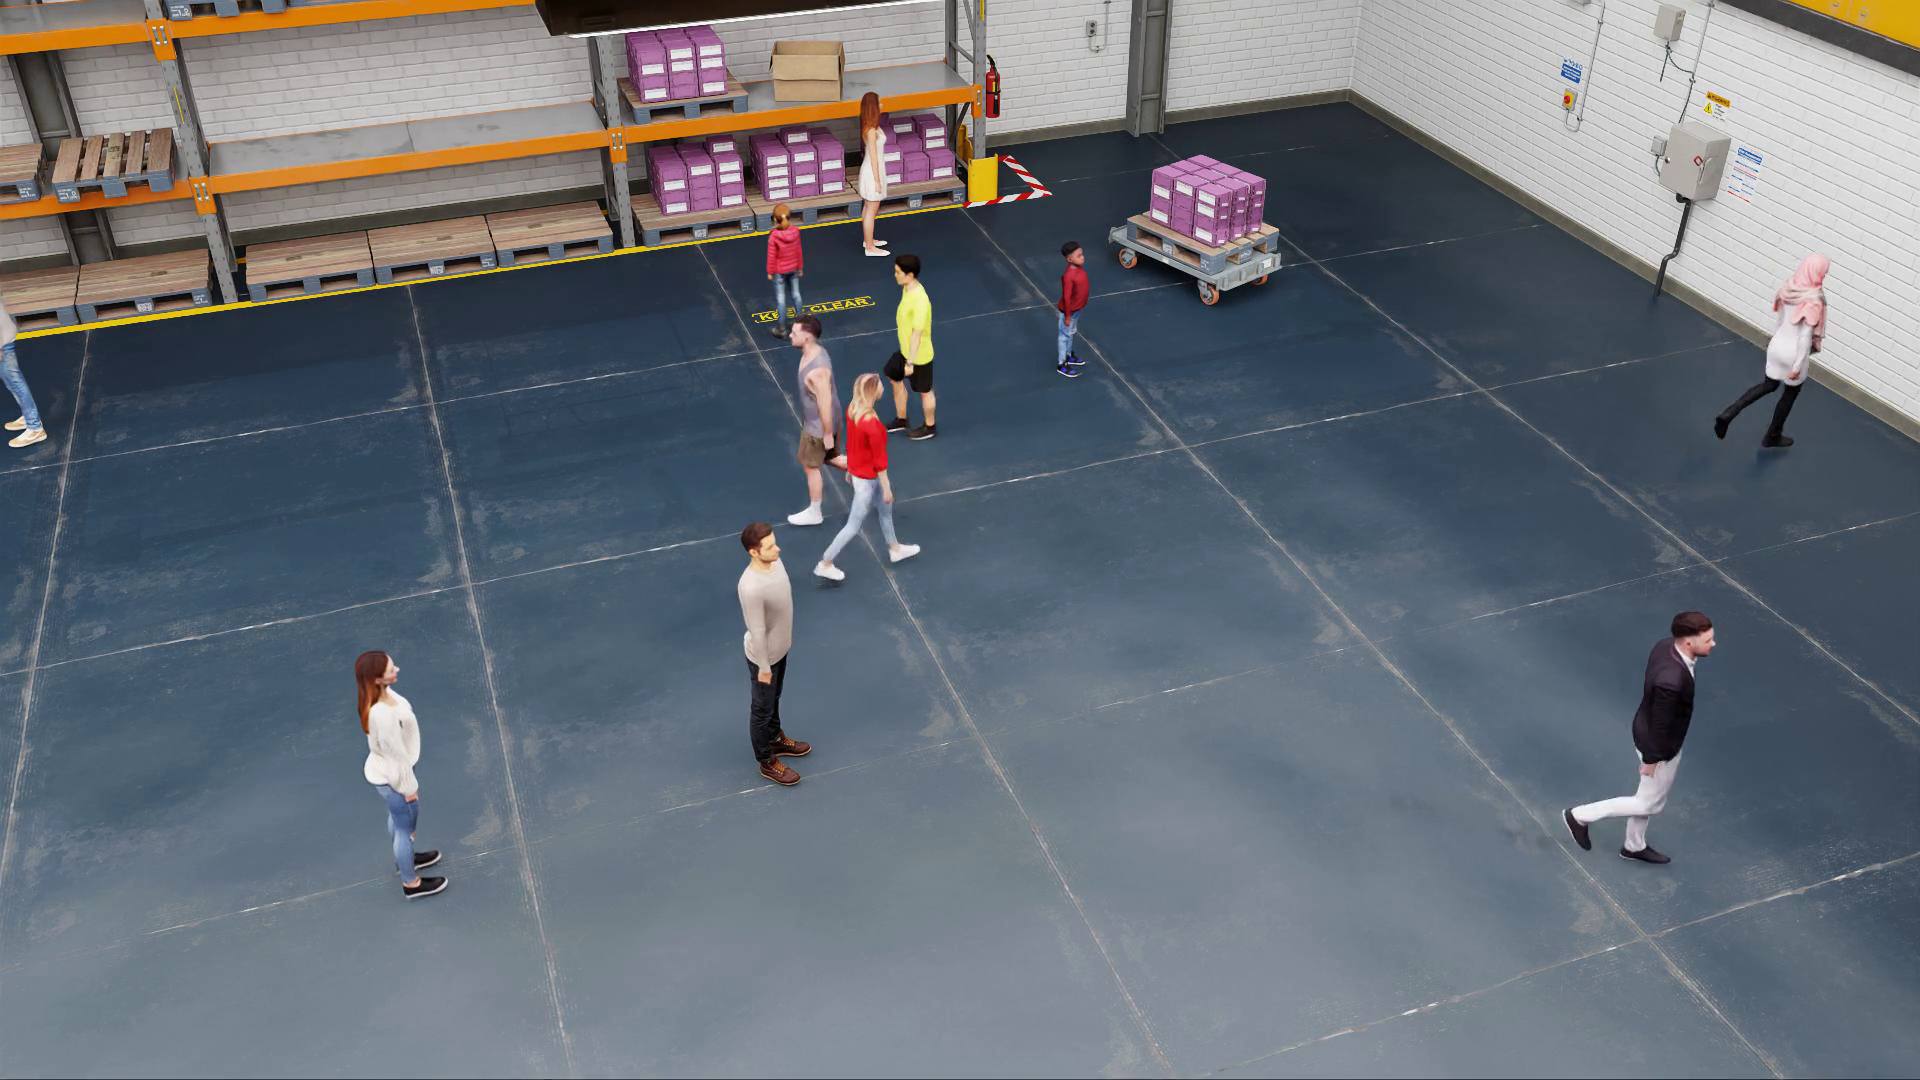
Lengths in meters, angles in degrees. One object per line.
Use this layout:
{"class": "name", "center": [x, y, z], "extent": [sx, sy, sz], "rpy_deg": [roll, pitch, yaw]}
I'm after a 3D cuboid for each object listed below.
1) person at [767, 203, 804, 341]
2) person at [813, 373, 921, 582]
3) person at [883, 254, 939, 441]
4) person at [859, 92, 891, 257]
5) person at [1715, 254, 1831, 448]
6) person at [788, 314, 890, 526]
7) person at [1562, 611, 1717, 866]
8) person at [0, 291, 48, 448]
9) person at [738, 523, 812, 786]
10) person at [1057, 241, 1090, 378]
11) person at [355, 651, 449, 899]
{"class": "person", "center": [-1.636, -2.542, 15.699], "extent": [0.516, 1.314, 0.630], "rpy_deg": [-23, 40, -30]}
{"class": "person", "center": [-0.759, -0.417, 12.185], "extent": [1.148, 1.664, 0.732], "rpy_deg": [-15, 37, -22]}
{"class": "person", "center": [-0.302, -1.619, 13.964], "extent": [0.697, 1.696, 0.639], "rpy_deg": [-11, 35, -16]}
{"class": "person", "center": [-0.909, -3.801, 17.234], "extent": [0.583, 1.711, 0.607], "rpy_deg": [-4, 34, -6]}
{"class": "person", "center": [6.758, -1.526, 13.744], "extent": [1.014, 1.786, 0.691], "rpy_deg": [-7, 34, -11]}
{"class": "person", "center": [-0.977, -0.907, 12.781], "extent": [1.127, 1.824, 0.809], "rpy_deg": [-2, 34, -3]}
{"class": "person", "center": [3.959, 1.146, 9.686], "extent": [1.041, 1.829, 0.965], "rpy_deg": [12, 35, 17]}
{"class": "person", "center": [-8.051, -1.703, 13.903], "extent": [0.626, 1.905, 0.696], "rpy_deg": [-17, 37, -24]}
{"class": "person", "center": [-1.198, 0.678, 10.353], "extent": [0.745, 1.868, 0.740], "rpy_deg": [6, 34, 8]}
{"class": "person", "center": [1.006, -2.128, 15.128], "extent": [0.639, 1.255, 0.583], "rpy_deg": [13, 36, 19]}
{"class": "person", "center": [-3.243, 1.329, 9.534], "extent": [0.586, 1.692, 0.633], "rpy_deg": [-16, 37, -22]}
